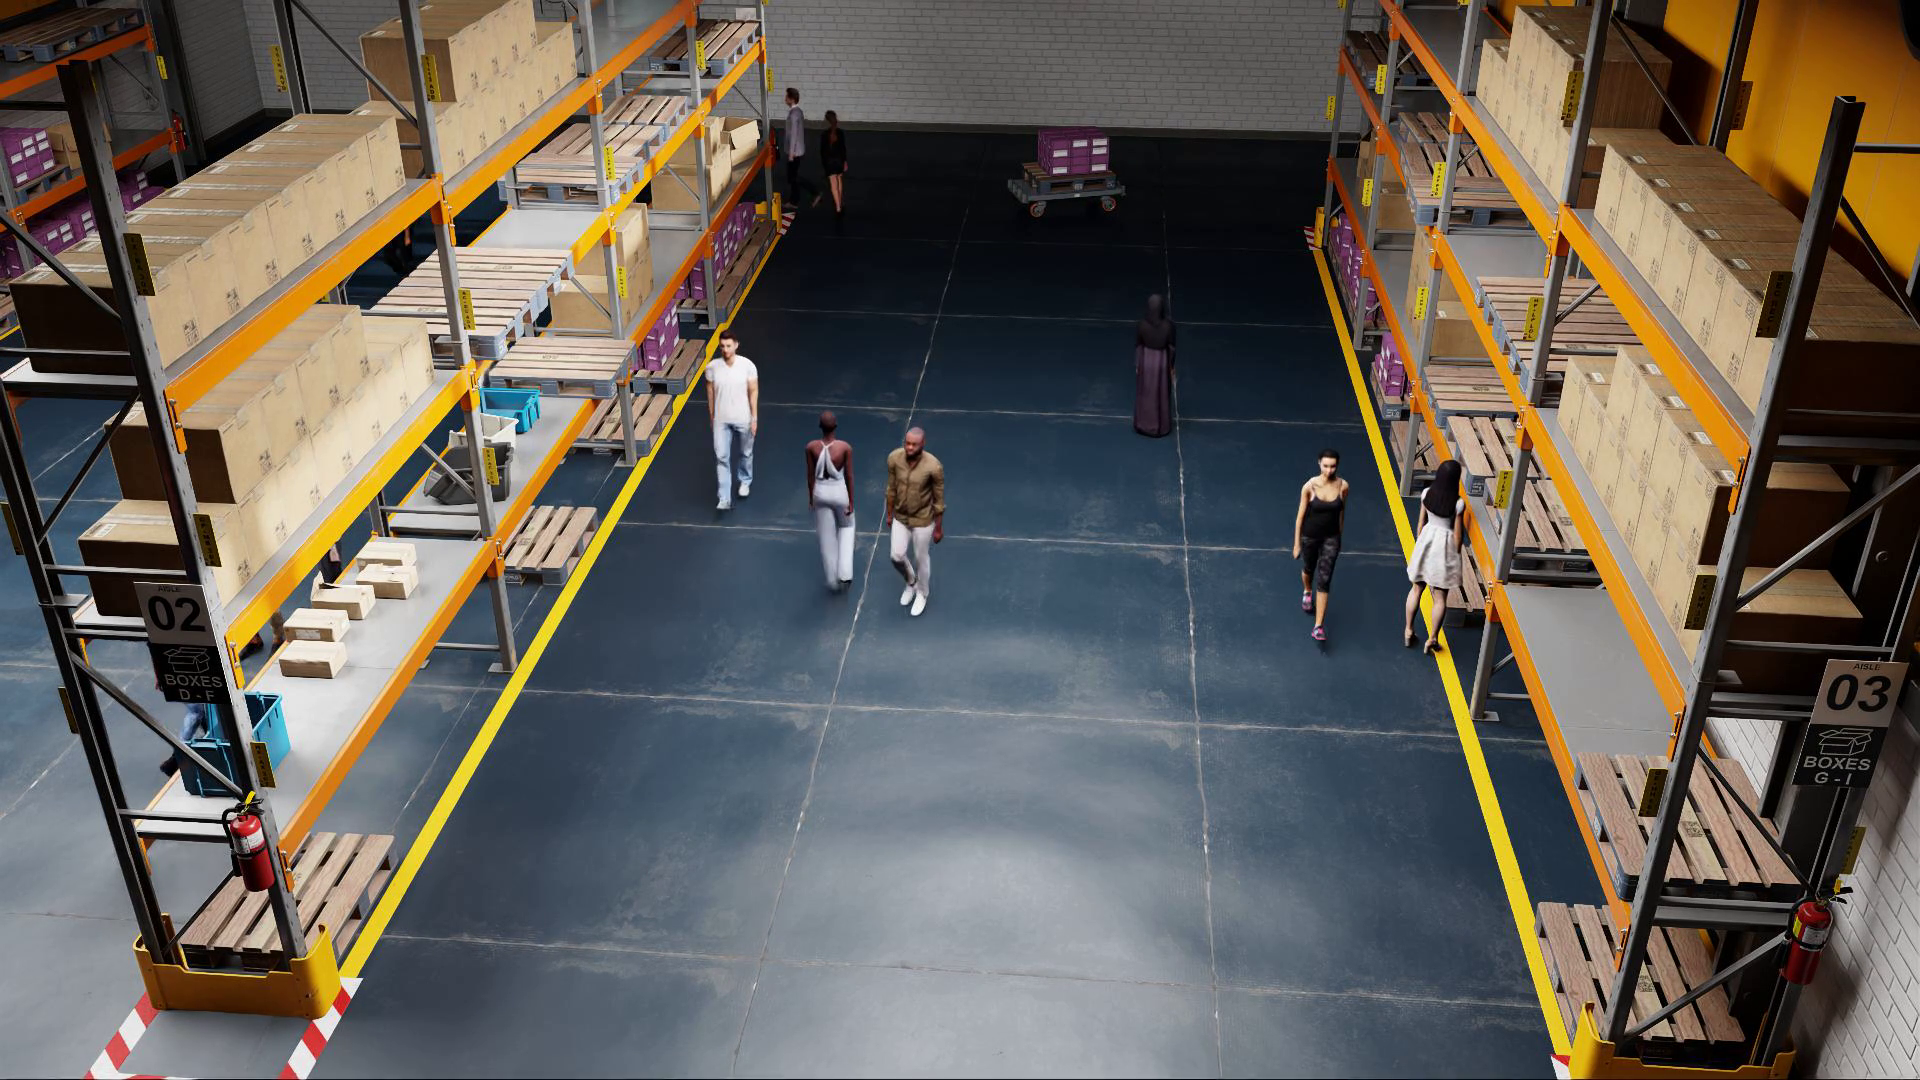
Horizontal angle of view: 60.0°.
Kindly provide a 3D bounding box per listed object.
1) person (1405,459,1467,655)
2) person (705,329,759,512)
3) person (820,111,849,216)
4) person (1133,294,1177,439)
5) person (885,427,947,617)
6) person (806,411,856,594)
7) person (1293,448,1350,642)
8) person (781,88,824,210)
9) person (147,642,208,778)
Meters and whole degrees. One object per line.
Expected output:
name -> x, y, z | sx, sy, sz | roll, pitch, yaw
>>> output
person -> 4.048, 0.132, 14.139 | 0.783, 1.769, 0.823 | 23, 36, 36
person -> -2.244, -1.255, 16.618 | 0.708, 1.830, 1.044 | 1, 29, 2
person -> -1.895, -5.645, 24.985 | 0.858, 1.525, 1.073 | -10, 30, -18
person -> 2.107, -1.909, 18.043 | 0.637, 1.613, 0.632 | 7, 29, 13
person -> -0.374, -0.218, 14.734 | 0.822, 1.813, 0.757 | 11, 31, 20
person -> -1.159, -0.292, 14.911 | 0.600, 1.775, 0.681 | 0, 29, 0
person -> 3.125, -0.034, 14.539 | 0.606, 1.678, 1.142 | 2, 29, 3
person -> -2.409, -5.872, 25.073 | 0.778, 1.840, 0.885 | 0, 29, 0
person -> -5.914, 1.049, 12.578 | 0.605, 1.654, 1.130 | 6, 29, 11
